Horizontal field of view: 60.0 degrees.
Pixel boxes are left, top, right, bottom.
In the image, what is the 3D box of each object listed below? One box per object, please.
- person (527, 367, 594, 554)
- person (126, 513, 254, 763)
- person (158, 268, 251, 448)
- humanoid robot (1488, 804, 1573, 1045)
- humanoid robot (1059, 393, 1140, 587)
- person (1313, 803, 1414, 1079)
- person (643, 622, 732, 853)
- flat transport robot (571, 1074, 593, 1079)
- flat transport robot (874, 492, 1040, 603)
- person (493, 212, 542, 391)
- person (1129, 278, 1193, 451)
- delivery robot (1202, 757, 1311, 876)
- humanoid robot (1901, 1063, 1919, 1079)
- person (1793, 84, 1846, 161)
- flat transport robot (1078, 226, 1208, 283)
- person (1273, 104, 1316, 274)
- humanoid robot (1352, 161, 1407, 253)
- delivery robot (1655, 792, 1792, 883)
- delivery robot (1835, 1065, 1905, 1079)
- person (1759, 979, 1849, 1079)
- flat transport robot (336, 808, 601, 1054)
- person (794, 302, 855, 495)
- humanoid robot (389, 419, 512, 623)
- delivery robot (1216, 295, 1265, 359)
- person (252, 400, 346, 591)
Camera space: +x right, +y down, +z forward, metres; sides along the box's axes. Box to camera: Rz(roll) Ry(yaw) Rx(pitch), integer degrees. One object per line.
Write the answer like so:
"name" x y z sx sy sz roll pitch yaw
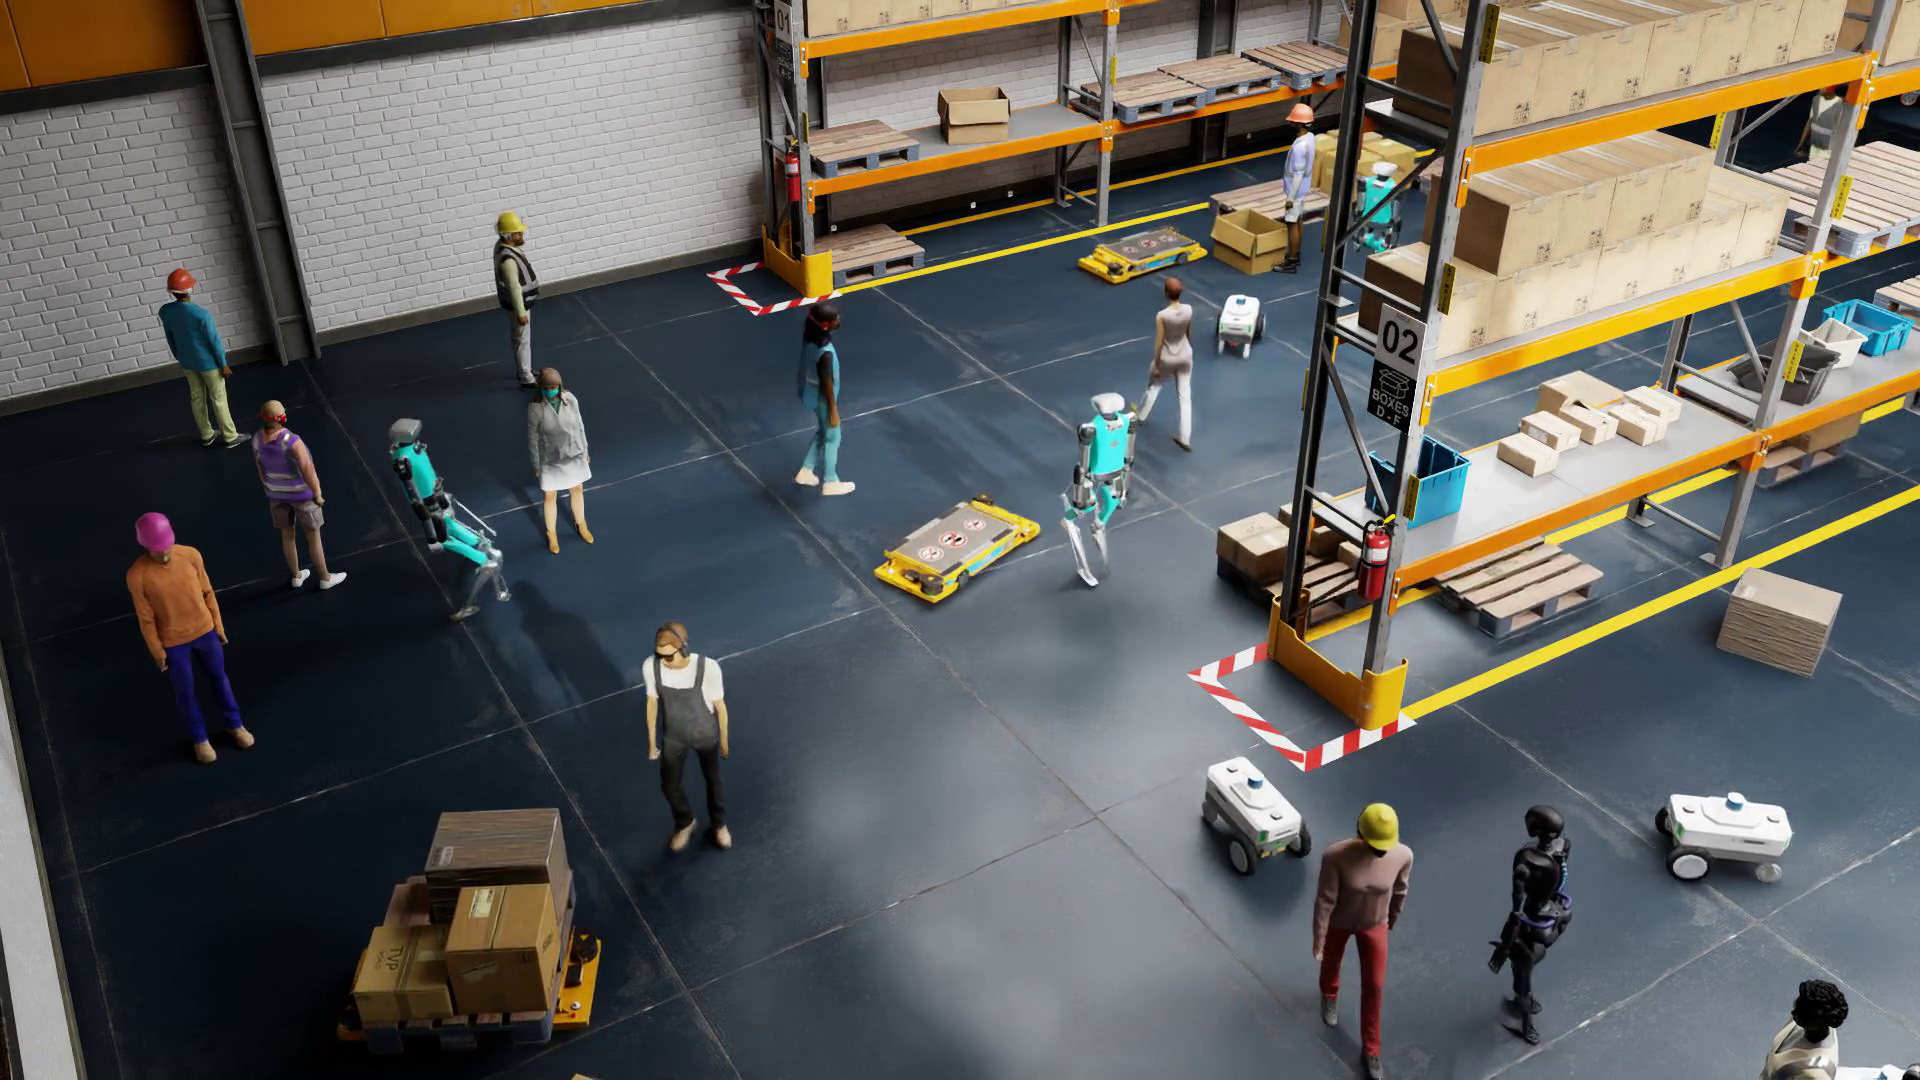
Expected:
"person" -3.321 -0.669 13.836 0.497 1.660 0.337 -18 36 -26
"person" -5.328 0.655 11.443 0.515 1.973 0.407 -27 41 -36
"person" -7.001 -1.674 15.351 0.565 1.755 0.320 9 33 13
"humanoid robot" 3.227 2.161 9.320 0.610 1.648 0.359 -27 41 -36
"humanoid robot" 1.050 -0.394 13.402 0.542 1.879 0.660 -16 35 -24
"person" 2.208 2.193 9.208 0.535 1.734 0.812 2 32 3
"person" -1.728 1.252 10.629 0.511 1.824 0.418 4 32 6
"flat transport robot" -1.649 3.458 8.569 0.659 0.231 1.431 13 34 20
"flat transport robot" -0.012 0.051 14.002 0.659 0.231 1.431 23 39 32
"person" -4.337 -2.355 16.372 0.403 1.828 0.598 -9 33 -15
"person" 1.948 -1.700 15.525 0.439 1.610 0.881 -12 34 -18
"delivery robot" 1.932 1.795 10.961 0.499 0.604 0.807 -14 35 -21
"humanoid robot" 4.336 3.139 7.637 0.683 1.733 0.531 -27 41 -35
"person" 10.504 -4.774 20.247 0.517 1.807 0.578 -3 32 -6
"flat transport robot" 2.142 -3.335 19.403 1.431 0.231 0.659 -21 38 -29
"person" 3.788 -3.985 18.870 0.359 1.935 0.552 13 34 19
"humanoid robot" 4.593 -3.322 18.026 0.539 1.759 0.942 20 37 29
"delivery robot" 4.943 1.896 10.791 0.781 0.595 0.499 6 33 9
"delivery robot" 4.943 3.070 8.936 0.818 0.614 0.499 2 32 3
"person" 4.100 2.819 8.250 0.319 1.694 0.531 12 34 18
"flat transport robot" -2.900 2.632 9.886 1.431 0.231 0.659 -2 32 -3
"person" -1.199 -1.223 14.546 0.422 1.850 0.551 -12 34 -19
"humanoid robot" -3.844 -0.154 12.941 0.883 1.763 0.589 -2 32 -3
"delivery robot" 2.933 -2.284 17.473 0.499 0.612 0.789 8 33 13
"person" -5.331 -0.345 13.292 0.479 1.694 0.351 6 33 9
